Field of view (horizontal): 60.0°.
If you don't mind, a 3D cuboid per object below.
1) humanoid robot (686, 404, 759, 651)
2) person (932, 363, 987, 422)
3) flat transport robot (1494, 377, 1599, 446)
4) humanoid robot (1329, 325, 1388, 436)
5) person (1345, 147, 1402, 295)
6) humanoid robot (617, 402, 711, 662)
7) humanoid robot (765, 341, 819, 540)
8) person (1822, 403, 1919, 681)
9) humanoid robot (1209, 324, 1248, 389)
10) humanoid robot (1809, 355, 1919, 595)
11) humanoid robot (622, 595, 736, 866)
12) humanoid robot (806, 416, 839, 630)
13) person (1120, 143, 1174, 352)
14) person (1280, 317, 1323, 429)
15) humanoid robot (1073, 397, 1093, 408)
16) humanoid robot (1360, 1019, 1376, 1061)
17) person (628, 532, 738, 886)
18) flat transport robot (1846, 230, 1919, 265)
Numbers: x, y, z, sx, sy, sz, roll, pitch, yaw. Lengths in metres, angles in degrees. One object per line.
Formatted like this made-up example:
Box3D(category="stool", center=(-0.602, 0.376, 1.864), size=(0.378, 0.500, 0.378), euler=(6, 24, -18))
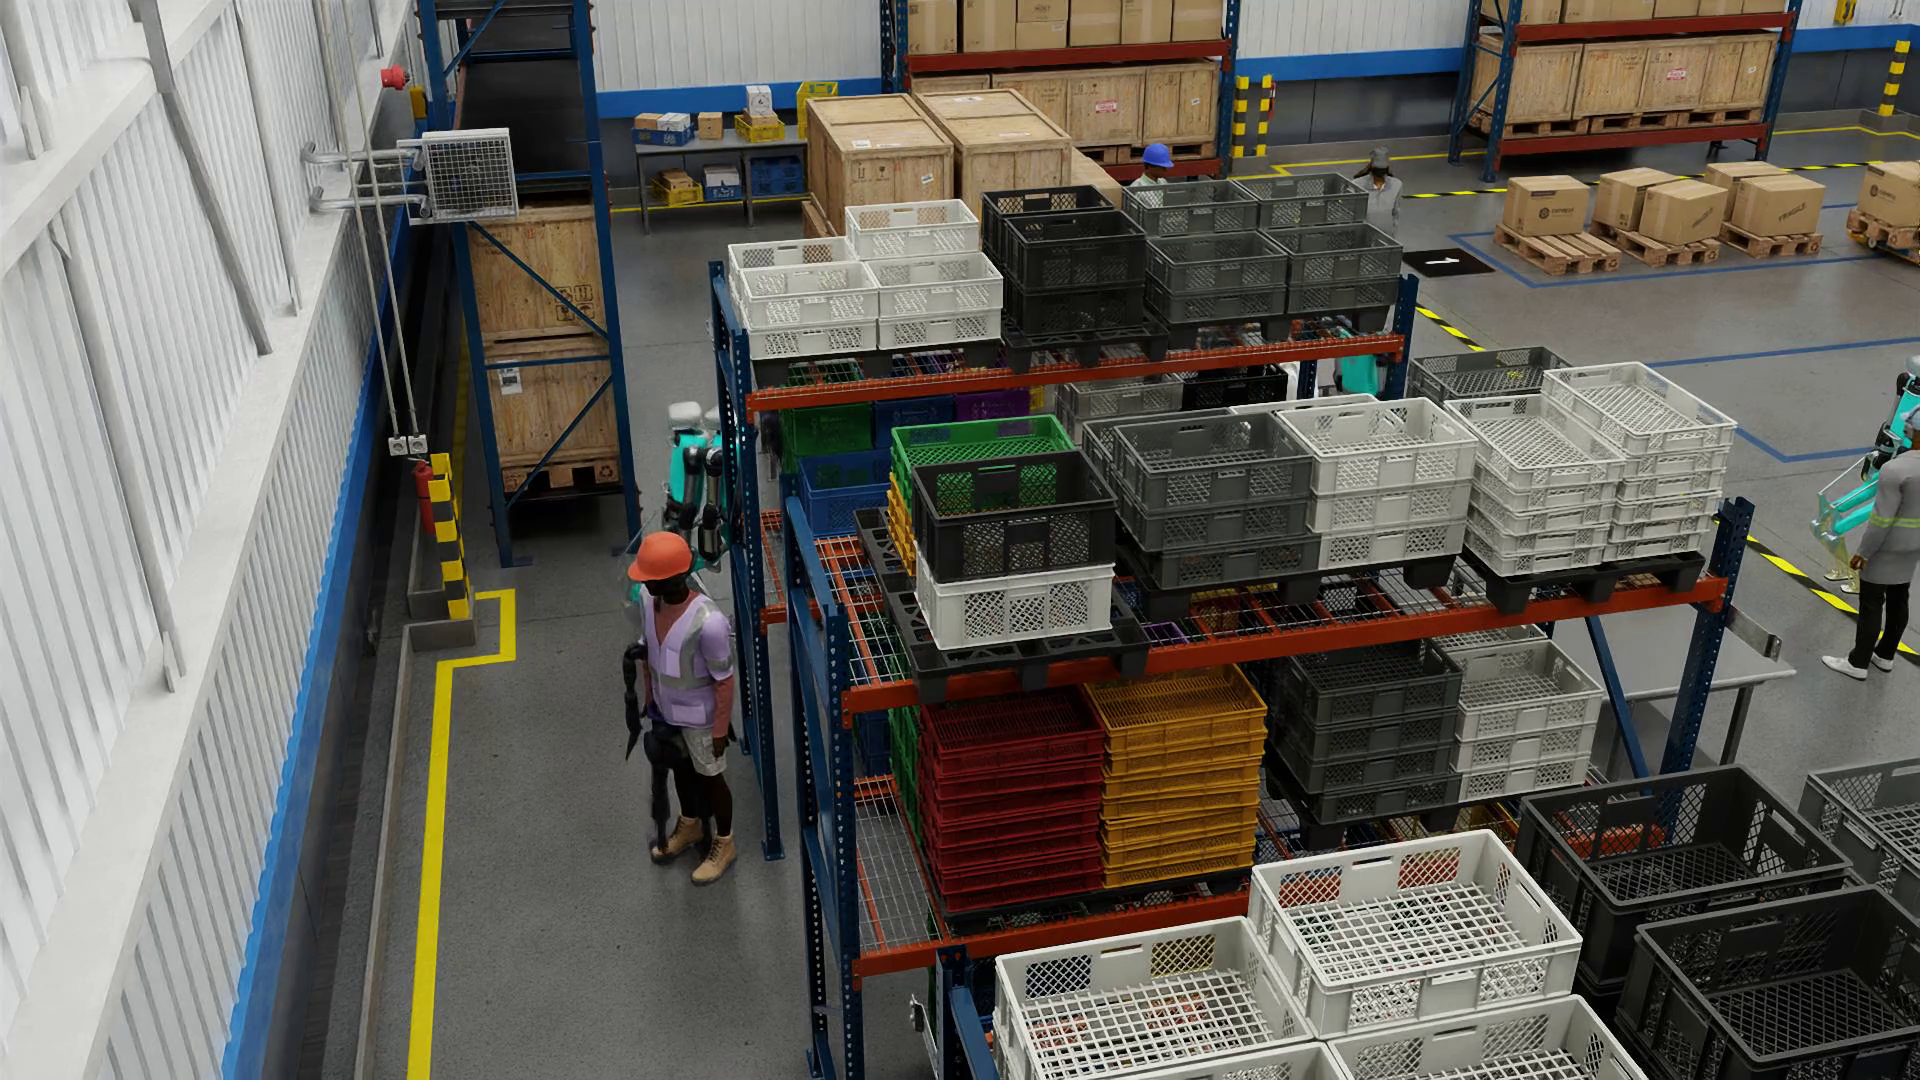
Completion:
Box3D(category="humanoid robot", center=(-1.631, -0.097, 10.510), size=(0.735, 1.677, 0.533), euler=(11, 30, 19))
Box3D(category="person", center=(0.057, -0.402, 11.142), size=(0.406, 1.824, 0.594), euler=(20, 34, 33))
Box3D(category="flat transport robot", center=(4.780, -1.036, 14.013), size=(0.659, 0.231, 1.431), euler=(-6, 28, -12))
Box3D(category="humanoid robot", center=(3.076, -0.887, 12.198), size=(0.849, 1.796, 0.533), euler=(-17, 32, -30))
Box3D(category="person", center=(3.916, -2.892, 15.926), size=(0.563, 1.765, 0.399), euler=(-4, 28, -7))
Box3D(category="humanoid robot", center=(-1.922, -0.011, 10.480), size=(0.783, 1.746, 0.531), euler=(-6, 28, -11))
Box3D(category="humanoid robot", center=(-1.242, -0.761, 11.985), size=(0.377, 1.645, 0.599), euler=(-17, 32, -29))
Box3D(category="person", center=(5.789, 0.004, 10.343), size=(0.596, 1.849, 0.388), euler=(-11, 30, -20))
Box3D(category="humanoid robot", center=(2.029, -1.022, 12.480), size=(0.397, 1.650, 0.604), euler=(9, 29, 17))
Box3D(category="humanoid robot", center=(6.075, -0.430, 11.142), size=(0.735, 1.679, 0.533), euler=(-1, 28, -2))
Box3D(category="humanoid robot", center=(-1.463, 0.966, 8.692), size=(0.584, 1.649, 0.333), euler=(-11, 30, -20))
Box3D(category="humanoid robot", center=(-0.844, -0.183, 10.876), size=(0.600, 1.634, 0.404), euler=(-10, 29, -19))
Box3D(category="person", center=(1.734, -2.716, 15.412), size=(0.412, 1.939, 0.602), euler=(20, 34, 32))
Box3D(category="person", center=(2.326, -0.678, 11.601), size=(0.344, 1.882, 0.584), euler=(10, 29, 18))
Box3D(category="humanoid robot", center=(0.525, -0.230, 10.918), size=(0.586, 1.778, 0.872), euler=(-17, 32, -30))
Box3D(category="humanoid robot", center=(0.976, 2.367, 6.014), size=(0.935, 1.800, 0.558), euler=(-3, 28, -6))
Box3D(category="person", center=(-1.419, 0.861, 8.515), size=(0.610, 2.038, 0.389), euler=(22, 35, 35))
Box3D(category="flat transport robot", center=(10.451, -3.219, 18.125), size=(0.652, 0.197, 1.431), euler=(-6, 28, -12))
